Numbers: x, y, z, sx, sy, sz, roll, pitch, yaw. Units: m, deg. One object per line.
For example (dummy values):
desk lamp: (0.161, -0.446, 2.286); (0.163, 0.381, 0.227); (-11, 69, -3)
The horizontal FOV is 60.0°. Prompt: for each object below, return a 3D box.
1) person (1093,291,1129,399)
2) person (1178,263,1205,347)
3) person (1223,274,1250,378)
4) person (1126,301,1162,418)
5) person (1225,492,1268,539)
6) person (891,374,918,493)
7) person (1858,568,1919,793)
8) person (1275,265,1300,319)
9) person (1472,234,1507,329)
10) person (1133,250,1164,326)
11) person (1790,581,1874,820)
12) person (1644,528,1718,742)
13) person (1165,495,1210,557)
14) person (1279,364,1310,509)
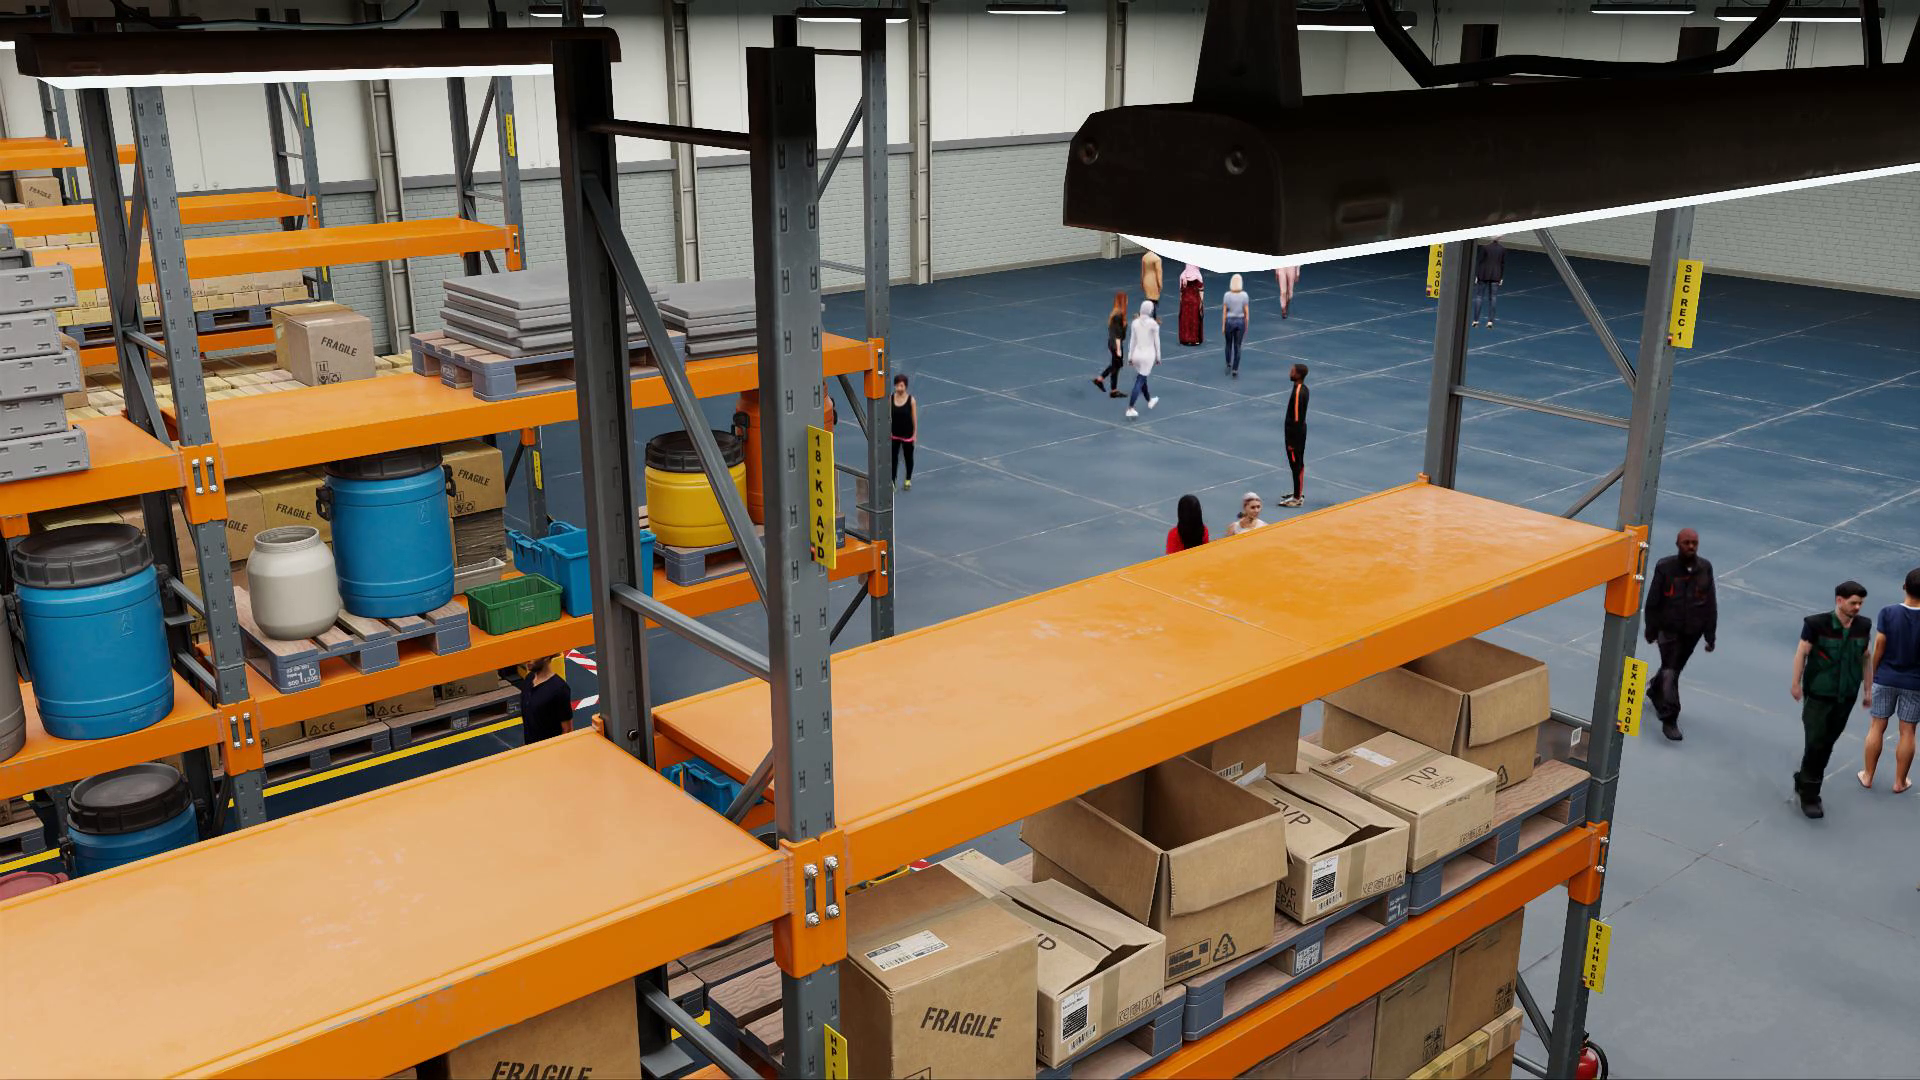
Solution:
person: (2.382, -3.096, 26.438); (0.913, 1.699, 0.851); (1, 18, 4)
person: (4.245, -4.392, 30.515); (0.723, 1.638, 0.688); (12, 22, 34)
person: (4.623, -3.572, 27.929); (1.026, 1.680, 1.147); (3, 18, 10)
person: (2.730, -2.688, 25.142); (0.732, 1.726, 1.189); (14, 23, 37)
person: (2.713, 0.346, 15.861); (0.816, 1.703, 0.843); (-4, 19, -13)
person: (-0.728, -1.391, 21.474); (0.871, 1.530, 0.961); (3, 18, 8)
person: (7.508, 1.113, 13.267); (0.688, 1.850, 0.669); (11, 21, 29)
person: (6.526, -5.301, 33.209); (1.061, 1.699, 1.152); (3, 18, 8)
person: (9.243, -4.609, 29.198); (0.822, 1.782, 0.786); (2, 18, 7)
person: (3.656, -4.938, 32.083); (1.046, 1.705, 0.716); (-12, 22, -33)
person: (6.769, 1.174, 13.038); (0.963, 1.877, 0.996); (-1, 18, -2)
person: (6.236, 0.739, 14.494); (1.241, 1.802, 1.228); (0, 18, -1)
person: (2.145, 0.451, 15.486); (0.702, 1.736, 0.794); (-6, 19, -19)
person: (4.213, -1.319, 20.806); (0.771, 1.807, 0.654); (6, 19, 18)
